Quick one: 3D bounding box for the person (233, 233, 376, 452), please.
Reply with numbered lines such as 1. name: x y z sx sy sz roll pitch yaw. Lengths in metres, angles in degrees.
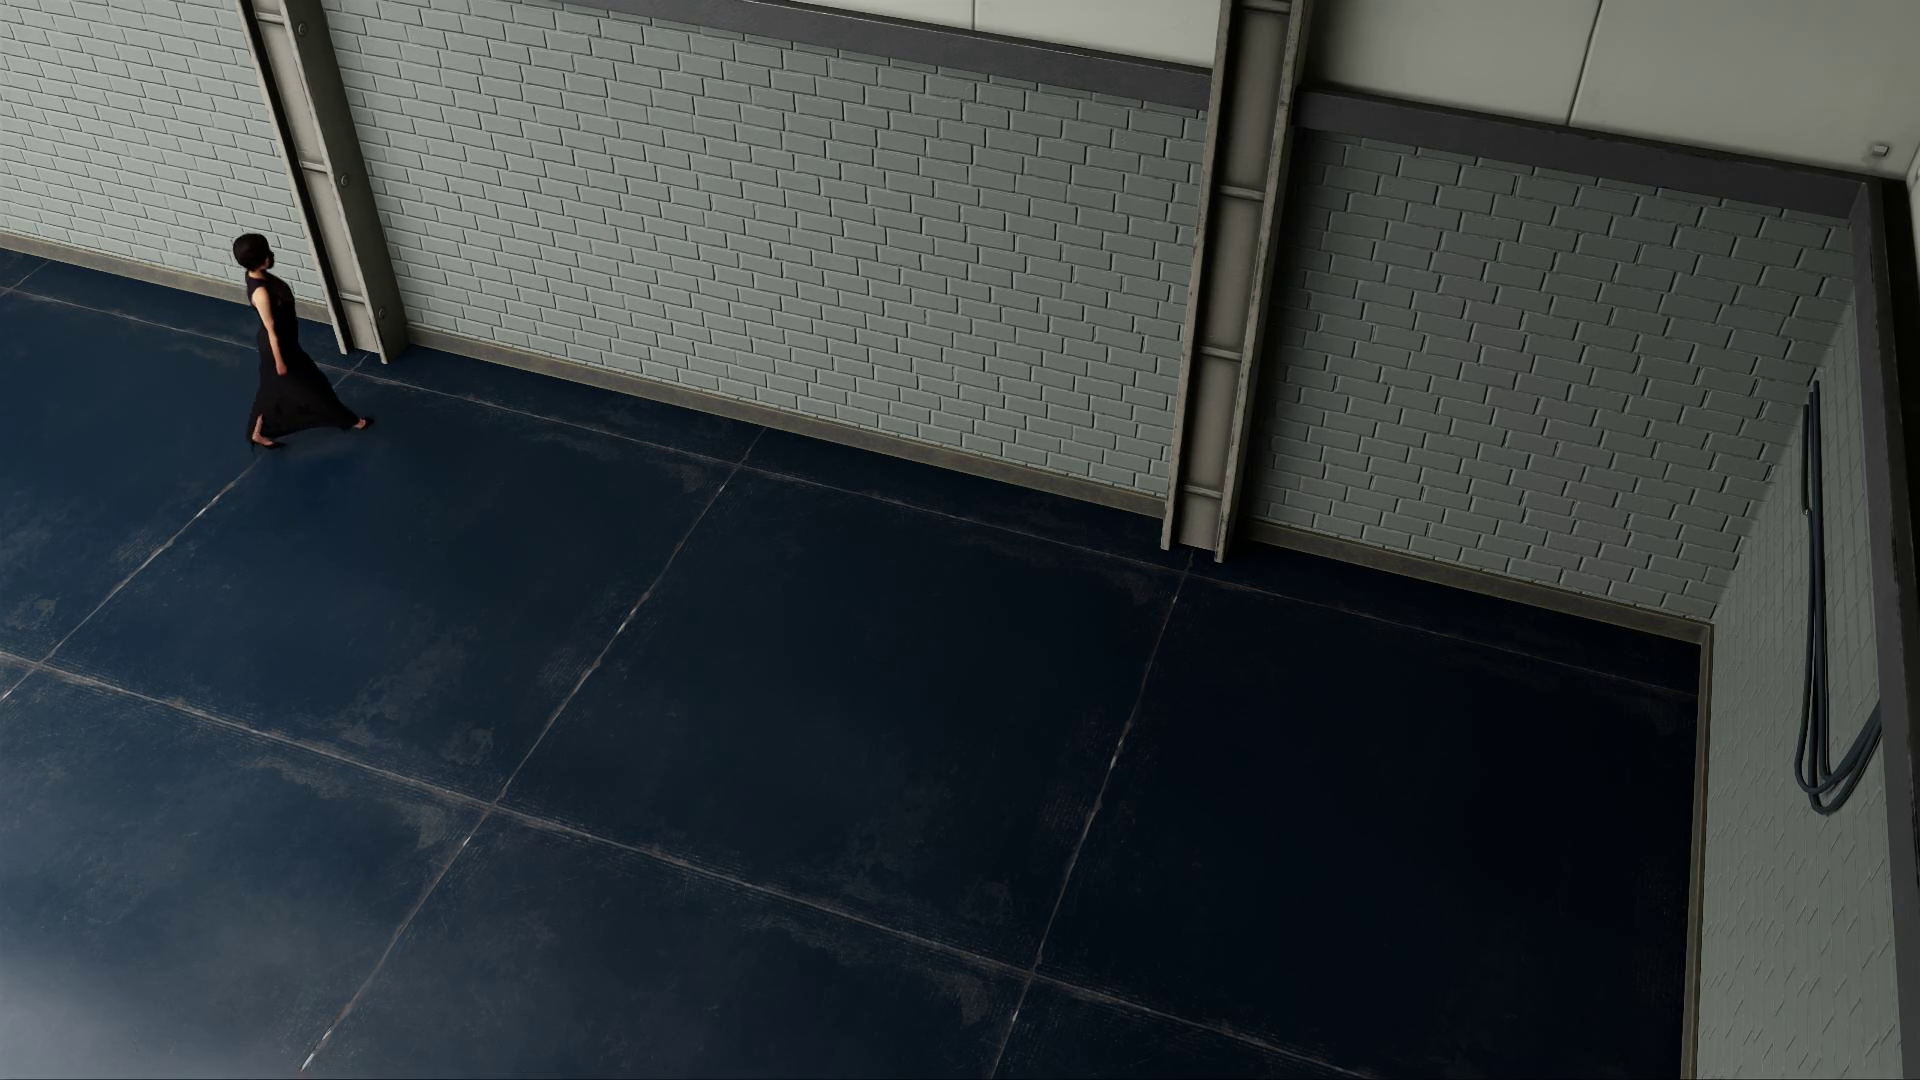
1. person: -4.363 -1.189 10.480 1.045 1.562 1.032 -21 46 -21
